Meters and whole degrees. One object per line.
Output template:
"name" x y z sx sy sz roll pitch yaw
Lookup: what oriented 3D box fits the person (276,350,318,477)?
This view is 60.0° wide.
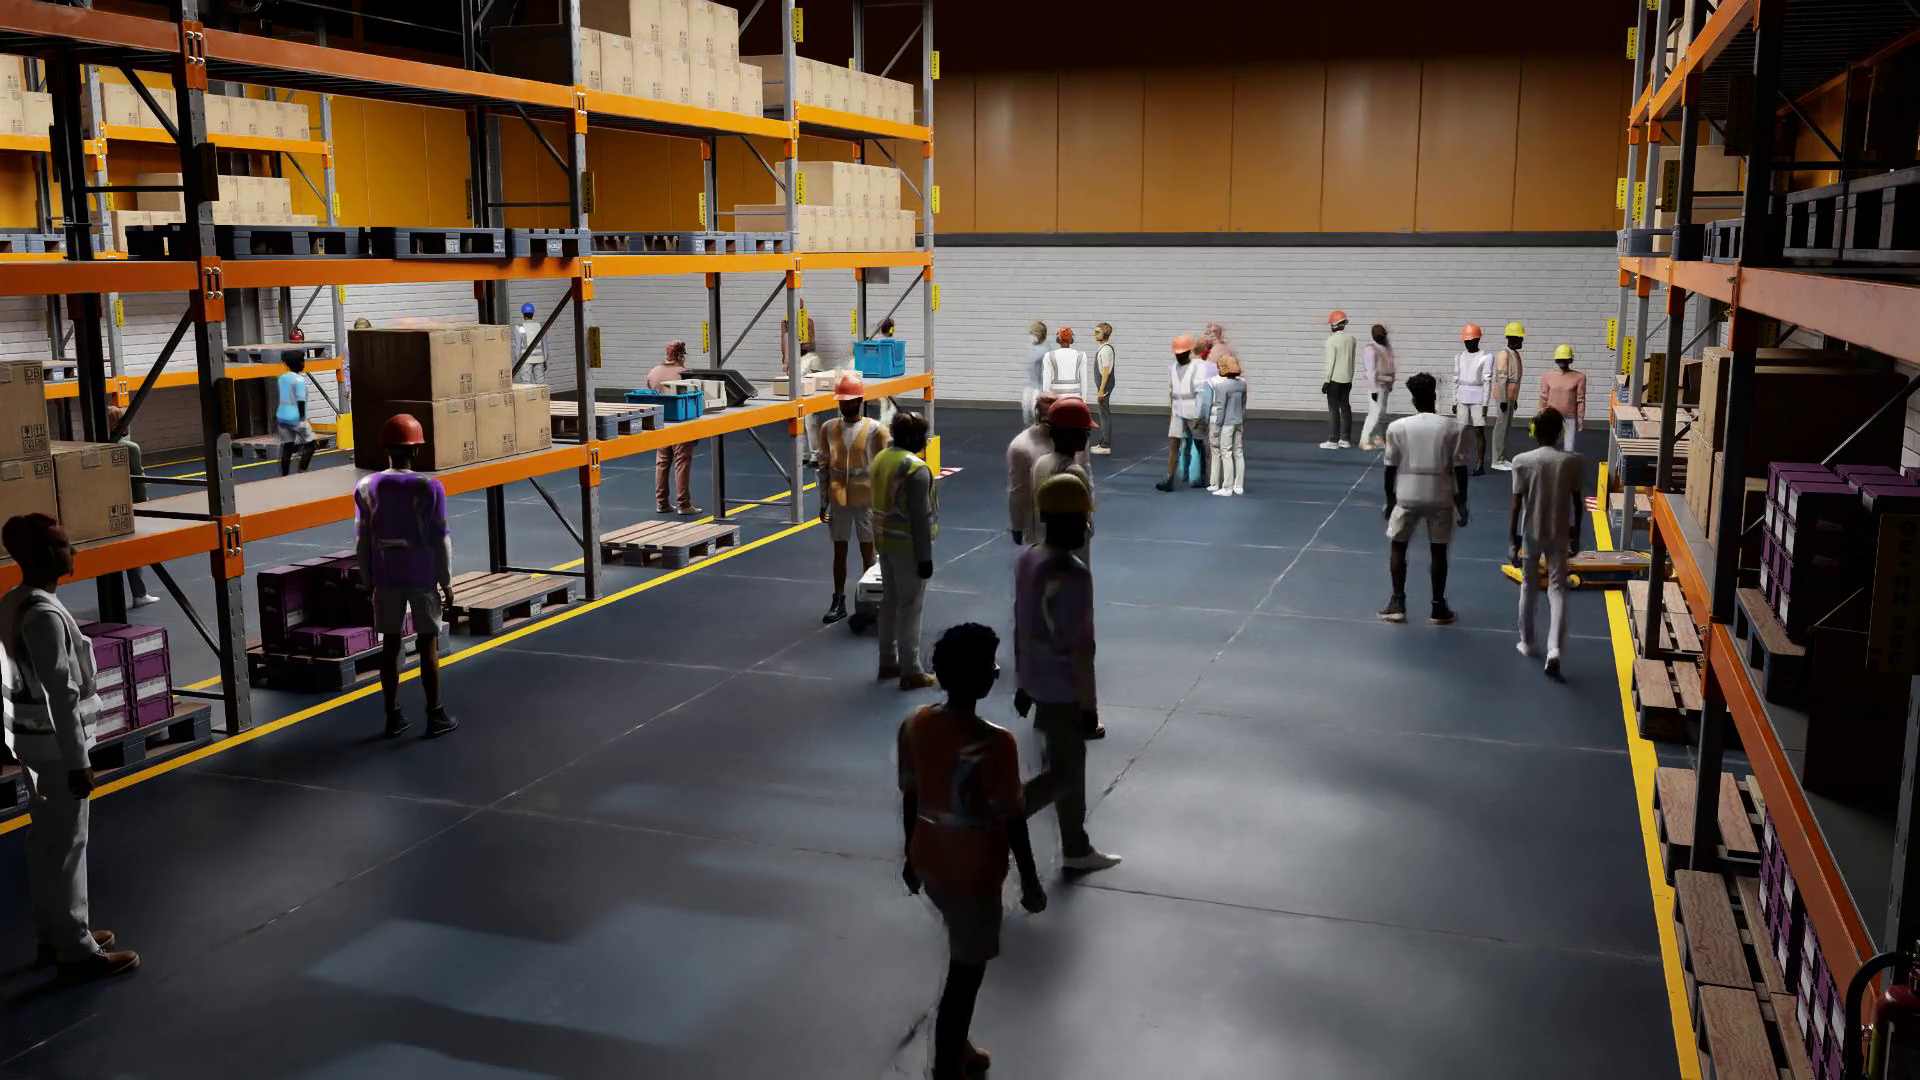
"person" -7.967 -1.435 19.916 0.548 1.680 0.453 7 12 35

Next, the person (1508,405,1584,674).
"person" 4.067 -0.011 11.528 0.519 1.831 0.967 3 10 14

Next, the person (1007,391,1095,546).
"person" 0.647 -0.172 12.245 0.650 1.877 0.725 -4 11 -22

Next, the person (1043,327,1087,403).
"person" 1.346 -1.799 21.391 0.584 1.882 0.347 -1 10 -8

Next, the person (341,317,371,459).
"person" -8.138 -2.070 22.758 0.648 1.938 0.379 0 10 0

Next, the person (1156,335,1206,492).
"person" 2.706 -1.508 19.834 0.566 1.874 1.032 8 13 37

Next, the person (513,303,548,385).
"person" -7.273 -3.036 28.178 0.614 1.945 0.406 -8 13 -39

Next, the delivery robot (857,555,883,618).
"delivery robot" -0.581 0.354 12.746 0.477 0.478 0.707 1 10 4

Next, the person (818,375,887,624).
"person" -0.833 -0.308 12.847 0.553 1.935 0.362 2 10 13

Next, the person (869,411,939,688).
"person" -0.361 0.061 11.074 0.430 1.837 0.634 -6 12 -30

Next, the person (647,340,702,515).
"person" -3.077 -1.218 18.086 0.637 1.900 0.404 5 11 28

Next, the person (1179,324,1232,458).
"person" 3.437 -2.037 22.827 0.973 1.851 0.658 5 11 27

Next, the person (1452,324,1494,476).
"person" 6.483 -1.776 21.145 0.381 1.929 0.538 -9 14 -43

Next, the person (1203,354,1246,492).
"person" 3.136 -1.382 19.734 0.523 1.637 0.311 -1 10 -8

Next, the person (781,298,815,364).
"person" -2.885 -3.327 29.681 0.611 1.996 0.379 -1 10 -6

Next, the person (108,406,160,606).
"person" -6.810 -0.268 13.477 0.497 1.632 0.285 1 10 6

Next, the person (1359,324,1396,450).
"person" 6.004 -2.184 23.817 0.435 1.808 0.678 7 12 34

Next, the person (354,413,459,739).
"person" -3.282 0.217 9.891 0.552 1.935 0.374 0 10 1

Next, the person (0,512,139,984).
"person" -3.595 0.822 6.634 0.355 1.885 0.575 -9 13 -41

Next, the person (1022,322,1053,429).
"person" 1.065 -2.030 22.704 0.411 1.896 0.703 -6 11 -29

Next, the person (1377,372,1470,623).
"person" 3.570 -0.309 12.841 0.728 1.944 0.464 3 11 17

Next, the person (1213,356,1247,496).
"person" 3.156 -1.330 19.457 0.507 1.632 0.267 -9 13 -41

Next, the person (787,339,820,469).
"person" -2.061 -1.840 21.843 0.429 1.816 0.596 -9 13 -41

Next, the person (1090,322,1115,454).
"person" 2.003 -2.128 23.357 0.345 1.847 0.508 1 10 5

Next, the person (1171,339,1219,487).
"person" 2.884 -1.552 20.311 0.568 1.796 0.800 5 11 27

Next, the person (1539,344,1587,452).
"person" 7.131 -1.439 19.719 0.526 1.760 0.337 4 11 23

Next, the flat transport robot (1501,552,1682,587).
"flat transport robot" 5.515 0.246 14.416 1.431 0.197 0.652 0 10 0

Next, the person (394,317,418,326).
"person" -6.908 -1.867 21.430 0.716 2.006 0.671 -3 11 -17

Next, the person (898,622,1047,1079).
"person" 0.064 1.102 5.619 0.481 1.685 0.539 -7 12 -33

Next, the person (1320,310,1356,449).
"person" 5.434 -2.308 23.952 0.623 1.989 0.401 -8 13 -38

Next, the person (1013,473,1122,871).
"person" 0.387 0.644 7.576 0.785 1.908 0.595 -4 11 -19

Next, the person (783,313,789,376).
"person" -2.918 -3.077 28.922 0.315 1.770 0.524 4 11 23

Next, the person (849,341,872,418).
"person" -1.398 -1.935 22.874 0.417 1.624 0.523 -4 11 -21

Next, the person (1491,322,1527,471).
"person" 7.154 -1.871 21.675 0.380 1.928 0.586 7 12 33

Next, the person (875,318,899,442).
"person" -1.105 -2.356 24.651 0.507 1.847 0.509 4 11 23

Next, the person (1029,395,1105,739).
"person" 0.632 0.161 9.903 0.376 2.045 0.605 -4 11 -23
